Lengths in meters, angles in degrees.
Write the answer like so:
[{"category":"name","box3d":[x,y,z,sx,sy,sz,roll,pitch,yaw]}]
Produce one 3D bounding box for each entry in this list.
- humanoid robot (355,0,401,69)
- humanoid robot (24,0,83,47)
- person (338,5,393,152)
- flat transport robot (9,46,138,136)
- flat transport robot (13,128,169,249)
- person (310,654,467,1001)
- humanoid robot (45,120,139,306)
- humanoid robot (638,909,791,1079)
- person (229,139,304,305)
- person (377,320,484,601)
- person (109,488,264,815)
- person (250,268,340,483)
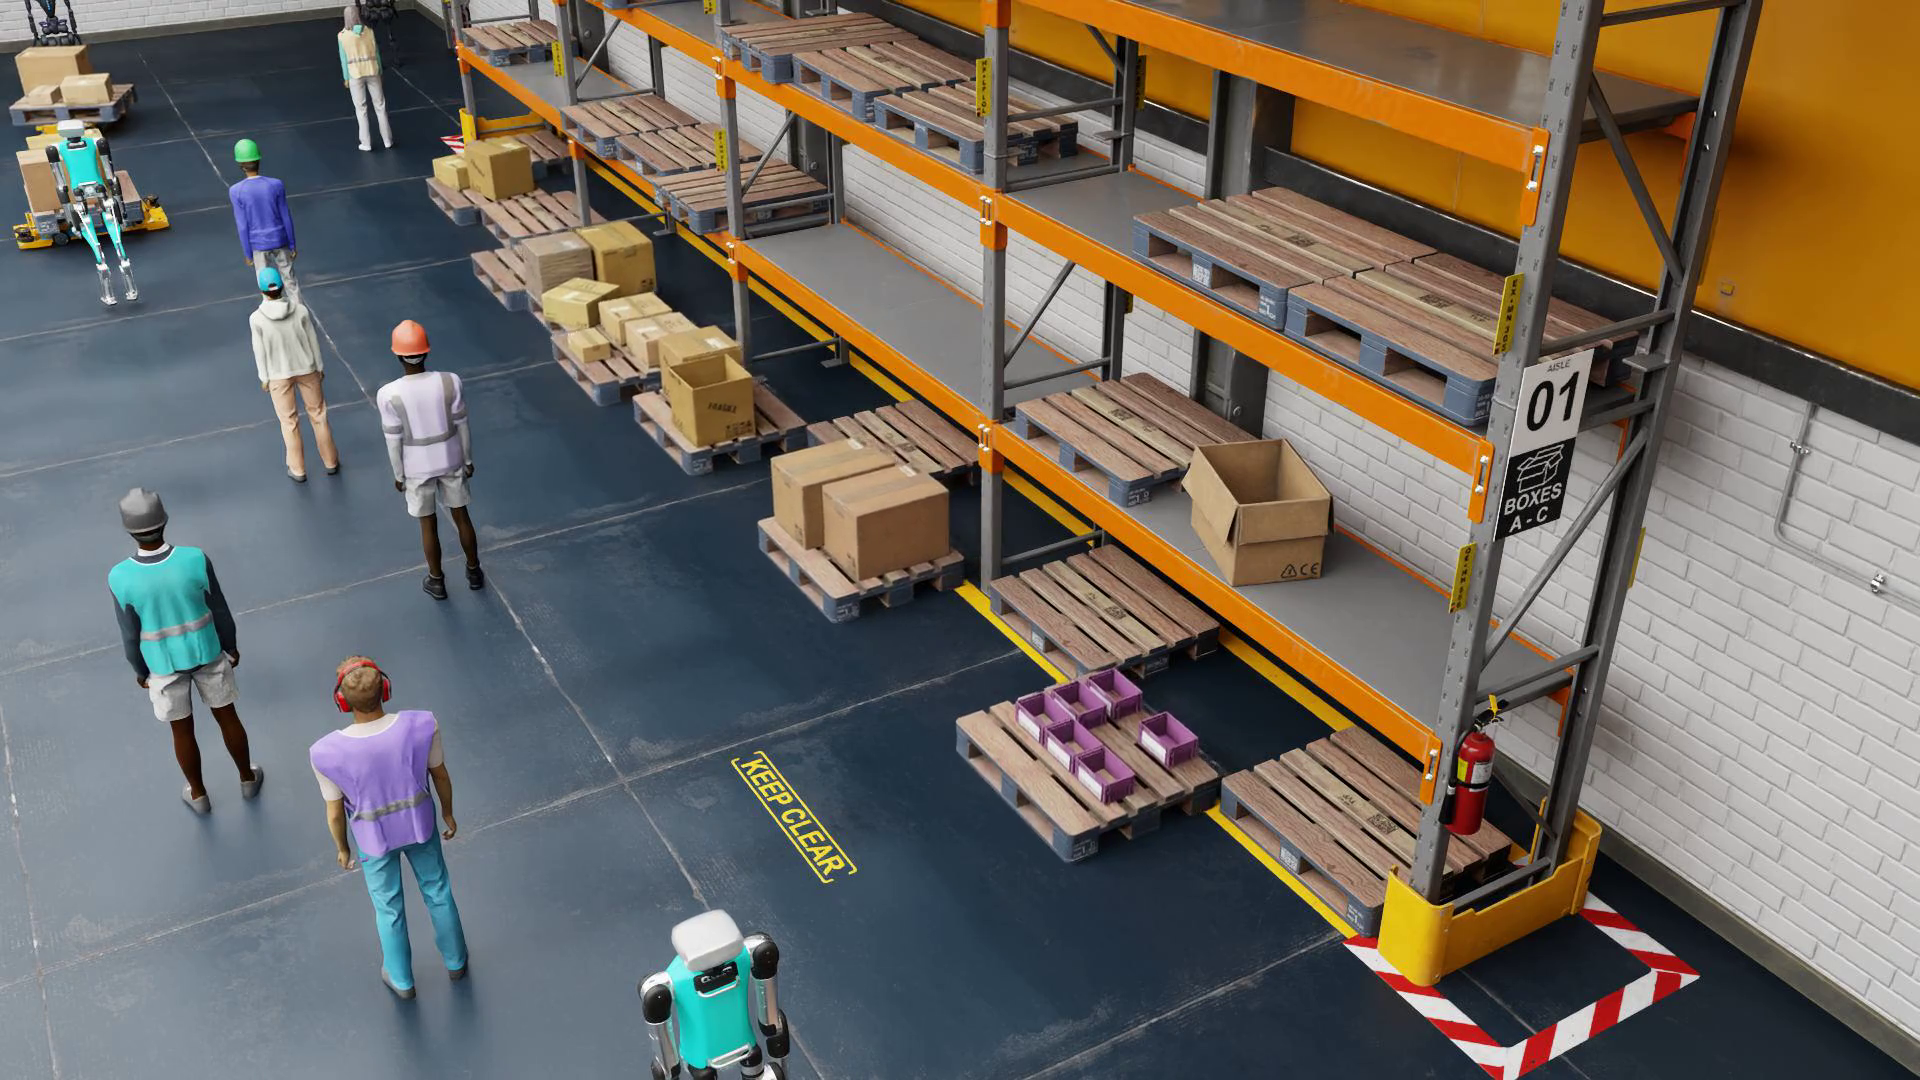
[{"category":"humanoid robot","box3d":[-8.230,-7.505,23.440,0.599,1.656,0.315,-16,33,-26]},{"category":"humanoid robot","box3d":[-11.987,-6.704,22.025,0.599,1.657,0.315,-16,33,-26]},{"category":"person","box3d":[-7.123,-5.511,19.899,0.464,1.709,0.365,-16,33,-26]},{"category":"flat transport robot","box3d":[-11.076,-5.266,20.928,0.659,0.231,1.431,-4,30,-8]},{"category":"flat transport robot","box3d":[-9.181,-3.358,17.560,1.431,0.231,0.659,-16,33,-26]},{"category":"person","box3d":[-2.598,1.345,7.656,0.566,1.846,0.390,-16,33,-26]},{"category":"humanoid robot","box3d":[-7.889,-2.948,15.210,0.533,1.677,0.735,-16,33,-26]},{"category":"humanoid robot","box3d":[-0.782,2.188,6.146,0.533,1.675,0.735,-16,33,-26]},{"category":"person","box3d":[-6.049,-2.578,14.559,0.461,1.874,0.340,-16,33,-26]},{"category":"person","box3d":[-3.444,-0.510,10.841,0.543,1.938,0.351,-16,33,-26]},{"category":"person","box3d":[-4.125,0.612,8.857,0.550,1.940,0.418,-16,33,-26]},{"category":"person","box3d":[-4.961,-1.224,12.364,0.461,1.675,0.375,-16,33,-26]}]
